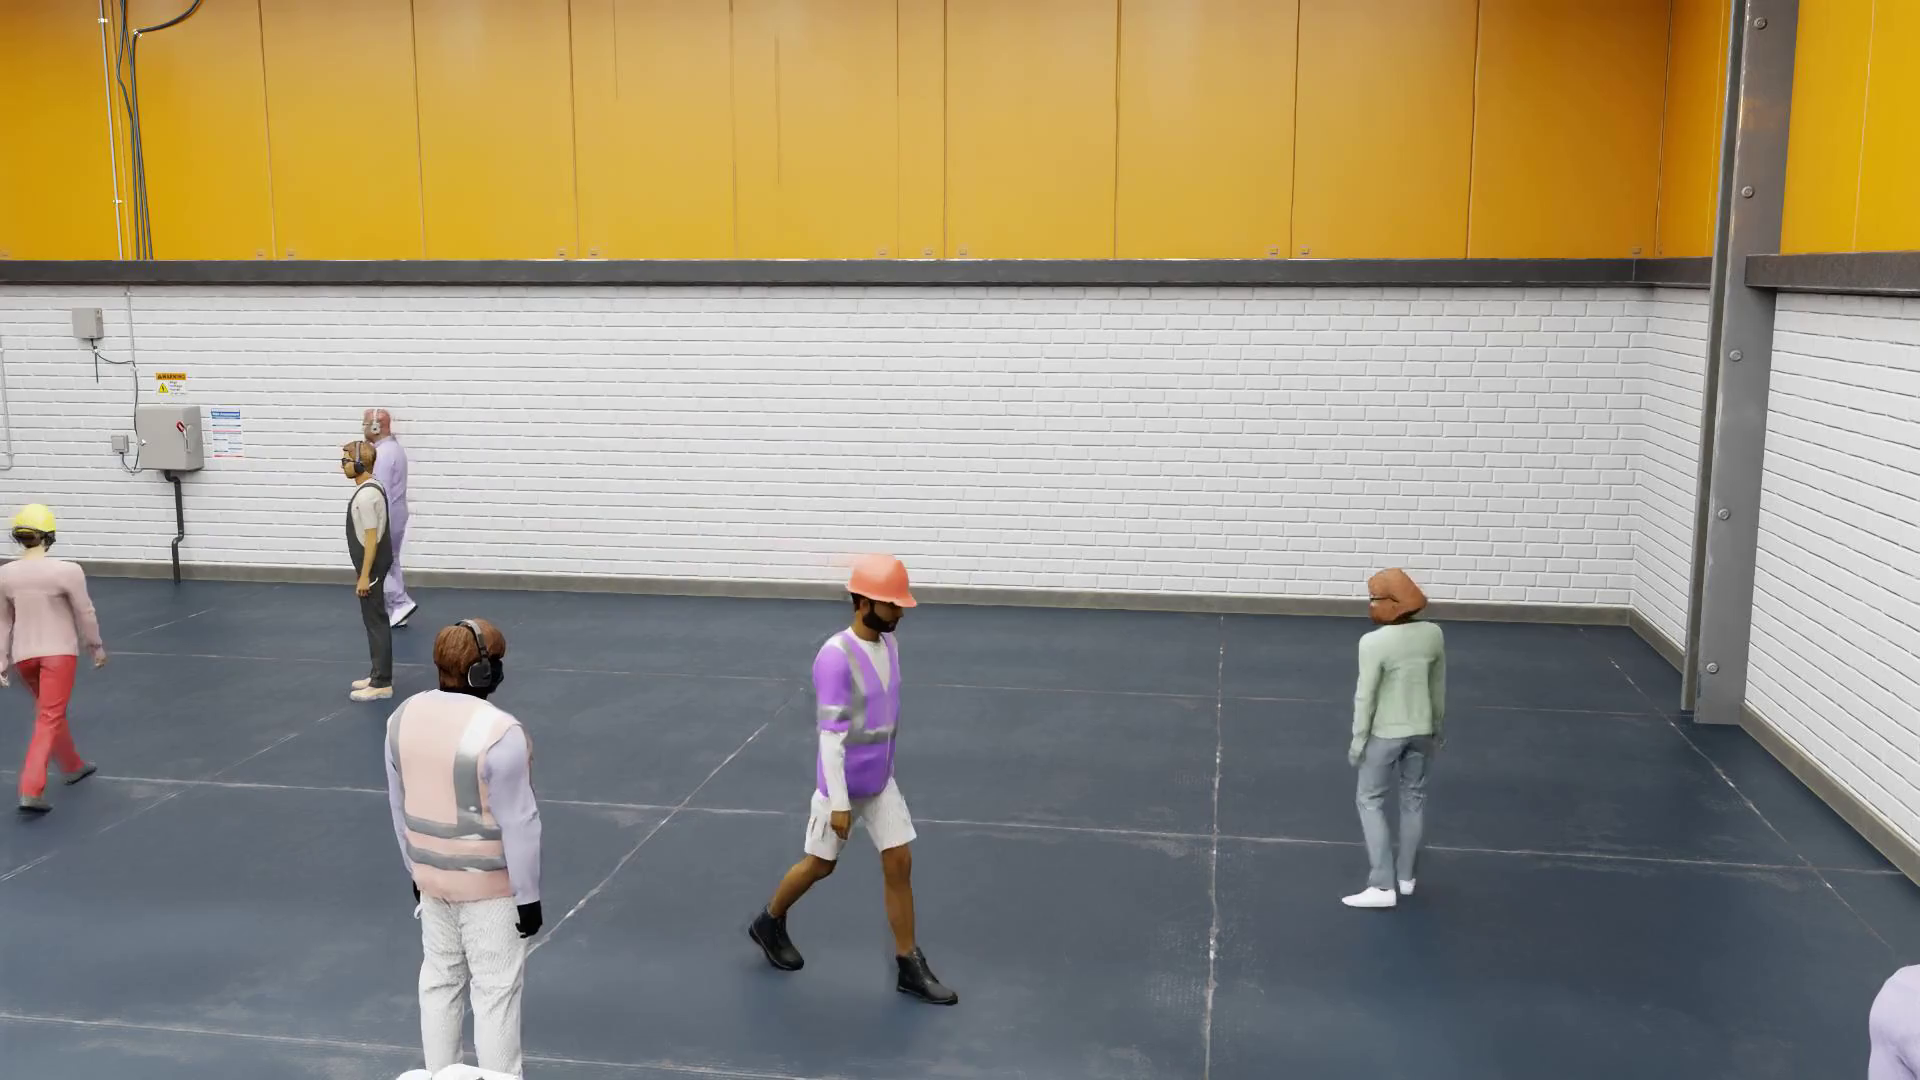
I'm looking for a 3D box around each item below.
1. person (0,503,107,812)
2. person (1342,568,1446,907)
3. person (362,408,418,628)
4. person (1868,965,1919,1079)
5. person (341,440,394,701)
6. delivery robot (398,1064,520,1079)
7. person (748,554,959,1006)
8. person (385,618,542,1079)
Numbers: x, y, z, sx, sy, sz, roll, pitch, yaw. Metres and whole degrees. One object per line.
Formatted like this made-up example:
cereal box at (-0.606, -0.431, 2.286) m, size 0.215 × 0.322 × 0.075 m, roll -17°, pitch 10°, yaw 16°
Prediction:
person at (-5.223, 0.652, 9.479) m, size 0.522 × 1.719 × 0.942 m, roll 1°, pitch 9°, yaw 3°
person at (2.090, 0.946, 7.959) m, size 0.685 × 1.625 × 0.372 m, roll -4°, pitch 10°, yaw -23°
person at (-4.863, -0.167, 13.988) m, size 0.437 × 1.888 × 0.667 m, roll -1°, pitch 9°, yaw -8°
person at (2.161, 1.532, 3.377) m, size 0.627 × 1.934 × 0.370 m, roll 9°, pitch 13°, yaw 43°
person at (-4.202, 0.211, 11.798) m, size 0.341 × 1.846 × 0.510 m, roll -3°, pitch 10°, yaw -15°
delivery robot at (-1.675, 1.886, 5.147) m, size 0.477 × 0.478 × 0.707 m, roll 4°, pitch 10°, yaw 21°
person at (-0.491, 0.977, 6.992) m, size 0.995 × 1.893 × 0.566 m, roll 6°, pitch 11°, yaw 32°
person at (-1.690, 1.183, 5.814) m, size 0.629 × 1.842 × 0.429 m, roll 6°, pitch 11°, yaw 31°
